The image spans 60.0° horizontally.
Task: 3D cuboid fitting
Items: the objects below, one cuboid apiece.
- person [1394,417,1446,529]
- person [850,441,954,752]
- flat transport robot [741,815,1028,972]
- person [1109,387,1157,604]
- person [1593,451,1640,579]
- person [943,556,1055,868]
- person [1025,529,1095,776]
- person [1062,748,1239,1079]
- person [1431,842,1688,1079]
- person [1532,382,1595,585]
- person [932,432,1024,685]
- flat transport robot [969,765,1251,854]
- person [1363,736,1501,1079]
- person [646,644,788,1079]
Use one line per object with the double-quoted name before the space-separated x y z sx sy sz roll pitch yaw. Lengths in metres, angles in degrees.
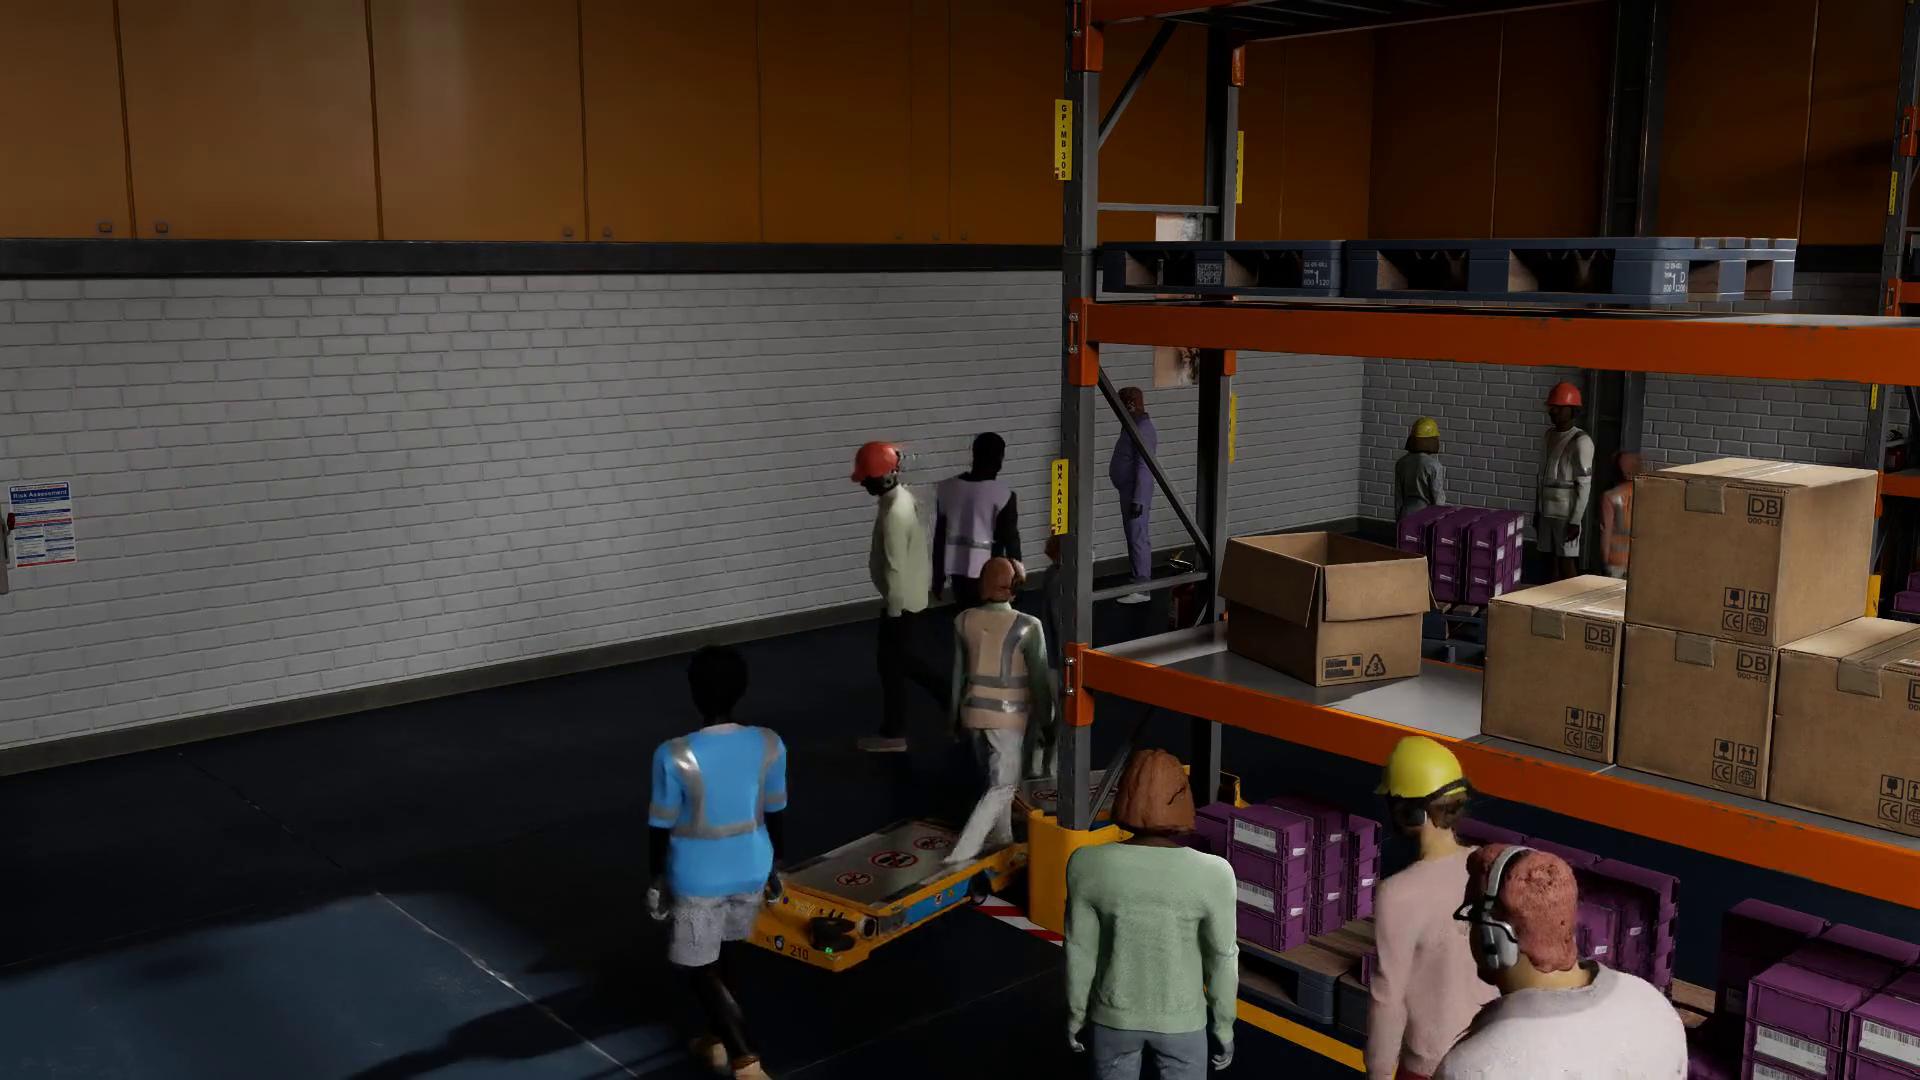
"person" 3.725 -0.121 13.456 0.294 1.744 0.487 -6 12 -33
"person" -0.313 0.358 10.055 0.666 1.947 0.681 1 10 5
"flat transport robot" -0.349 1.597 7.703 0.652 0.197 1.431 7 12 37
"person" 1.506 -0.393 14.597 0.402 1.899 0.652 0 10 -1
"person" 4.896 0.135 12.388 0.520 1.596 0.825 -3 10 -18
"person" 0.128 0.887 7.960 0.527 1.608 0.746 8 13 39
"person" 0.545 0.691 9.081 0.387 1.606 0.511 0 10 0
"person" 0.550 1.406 4.838 0.507 1.631 0.275 2 10 12
"person" 1.108 1.523 3.466 0.656 1.863 0.911 -6 12 -33
"person" 4.736 -0.227 13.188 0.361 2.048 0.611 -2 10 -13
"person" 0.139 0.233 10.945 0.613 1.890 0.535 6 12 33
"flat transport robot" 0.825 1.408 8.810 1.431 0.197 0.652 -3 10 -16
"person" 1.366 1.411 4.530 0.555 1.728 0.629 -7 12 -36
"person" -0.829 1.209 5.910 0.542 1.675 0.772 -7 12 -37
